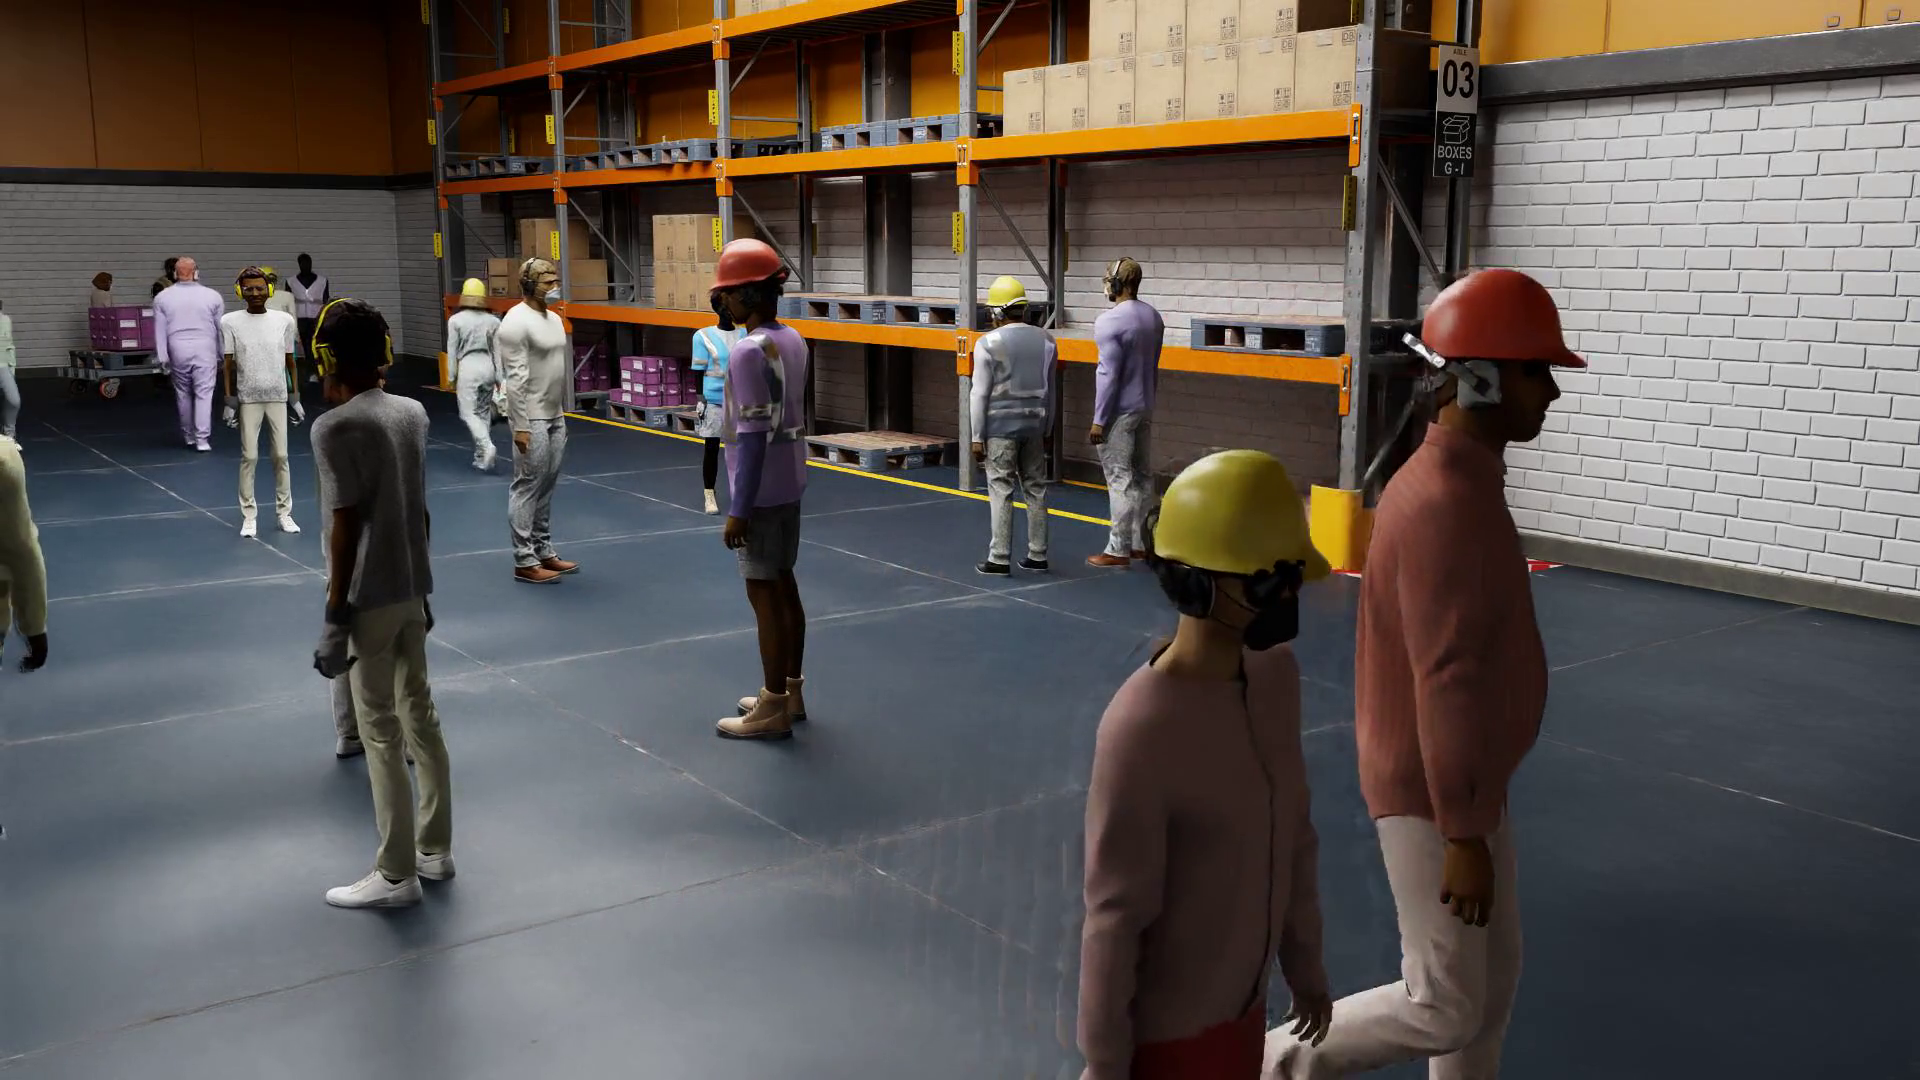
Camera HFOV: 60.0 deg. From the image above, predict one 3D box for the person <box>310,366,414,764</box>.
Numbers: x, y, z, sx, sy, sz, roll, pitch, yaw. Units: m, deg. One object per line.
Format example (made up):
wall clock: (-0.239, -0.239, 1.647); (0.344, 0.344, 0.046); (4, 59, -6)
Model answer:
person: (-2.301, 0.067, 6.444); (0.511, 1.638, 0.308); (7, 13, 36)

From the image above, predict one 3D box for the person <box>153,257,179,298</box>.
person: (-11.111, -3.089, 23.596); (0.491, 1.825, 0.645); (5, 11, 26)

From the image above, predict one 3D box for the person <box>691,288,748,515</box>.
person: (-1.747, -1.039, 12.473); (0.535, 1.697, 0.318); (-6, 12, -28)

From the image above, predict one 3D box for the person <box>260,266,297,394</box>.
person: (-8.456, -2.502, 20.528); (0.546, 1.736, 0.522); (-5, 11, -26)

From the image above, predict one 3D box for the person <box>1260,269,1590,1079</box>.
person: (0.871, 0.466, 3.265); (0.714, 1.979, 0.616); (4, 11, 22)

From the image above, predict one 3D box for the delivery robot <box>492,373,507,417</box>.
delivery robot: (-5.157, -1.637, 18.760); (0.477, 0.478, 0.707); (-6, 12, -32)

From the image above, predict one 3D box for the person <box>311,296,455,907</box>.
person: (-1.787, 0.200, 5.069); (0.335, 1.865, 0.519); (3, 10, 15)

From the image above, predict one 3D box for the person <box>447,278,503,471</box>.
person: (-4.260, -1.458, 14.741); (0.488, 1.721, 0.723); (-8, 13, -38)

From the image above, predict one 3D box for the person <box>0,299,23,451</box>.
person: (-9.261, -1.616, 15.916); (0.377, 1.620, 0.506); (7, 12, 34)

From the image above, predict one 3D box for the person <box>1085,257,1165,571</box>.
person: (1.014, -0.778, 10.333); (0.372, 1.940, 0.630); (8, 13, 36)

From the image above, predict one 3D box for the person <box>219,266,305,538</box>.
person: (-4.830, -0.957, 11.532); (0.535, 1.868, 0.309); (-6, 12, -32)

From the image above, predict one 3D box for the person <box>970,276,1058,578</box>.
person: (0.315, -0.682, 10.126); (0.592, 1.826, 0.404); (-6, 12, -31)

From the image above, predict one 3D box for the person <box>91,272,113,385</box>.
person: (-12.279, -3.027, 23.855); (0.519, 1.613, 0.334); (8, 13, 36)

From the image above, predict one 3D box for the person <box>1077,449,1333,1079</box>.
person: (0.300, 0.702, 2.628); (0.754, 1.740, 0.528); (7, 12, 33)

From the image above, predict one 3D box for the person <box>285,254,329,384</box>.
person: (-9.465, -3.204, 24.139); (0.613, 1.863, 1.026); (-3, 10, -15)

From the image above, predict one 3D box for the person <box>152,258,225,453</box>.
person: (-7.496, -1.809, 16.303); (0.642, 1.865, 0.949); (-3, 11, -16)

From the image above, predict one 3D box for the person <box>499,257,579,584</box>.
person: (-2.527, -0.715, 9.983); (0.369, 1.938, 0.630); (2, 10, 10)

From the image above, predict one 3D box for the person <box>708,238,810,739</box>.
person: (-0.823, -0.200, 6.814); (0.377, 2.041, 0.607); (2, 10, 11)

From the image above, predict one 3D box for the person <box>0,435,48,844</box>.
person: (-3.142, 0.238, 5.091); (0.603, 1.788, 0.896); (-2, 10, -10)
